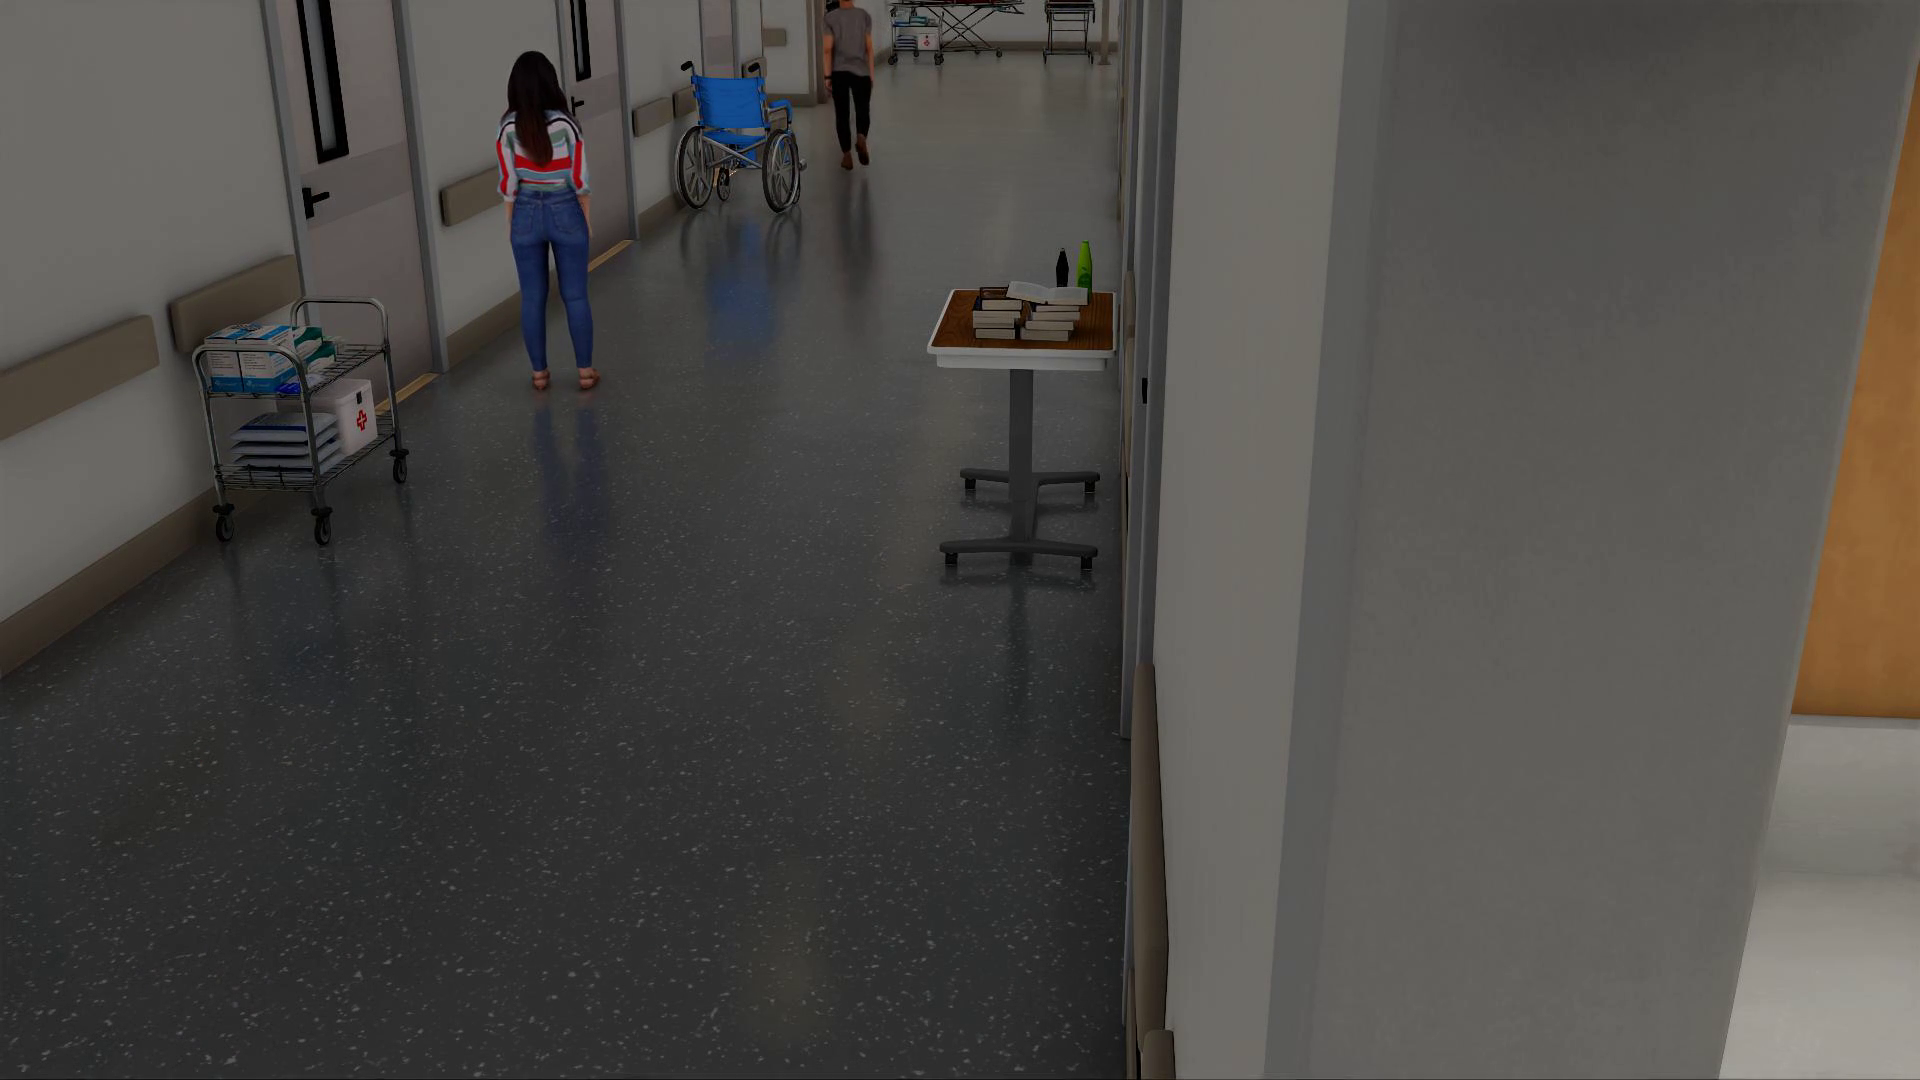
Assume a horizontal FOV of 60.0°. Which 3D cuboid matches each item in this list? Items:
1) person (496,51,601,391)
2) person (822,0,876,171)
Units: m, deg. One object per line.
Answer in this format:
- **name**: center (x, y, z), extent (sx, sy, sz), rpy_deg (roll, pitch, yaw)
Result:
- **person**: center (-2.000, -1.538, 8.070), extent (0.630, 1.611, 0.567), rpy_deg (-2, 21, -5)
- **person**: center (-0.982, -4.160, 14.859), extent (0.697, 1.707, 0.824), rpy_deg (-2, 21, -5)
